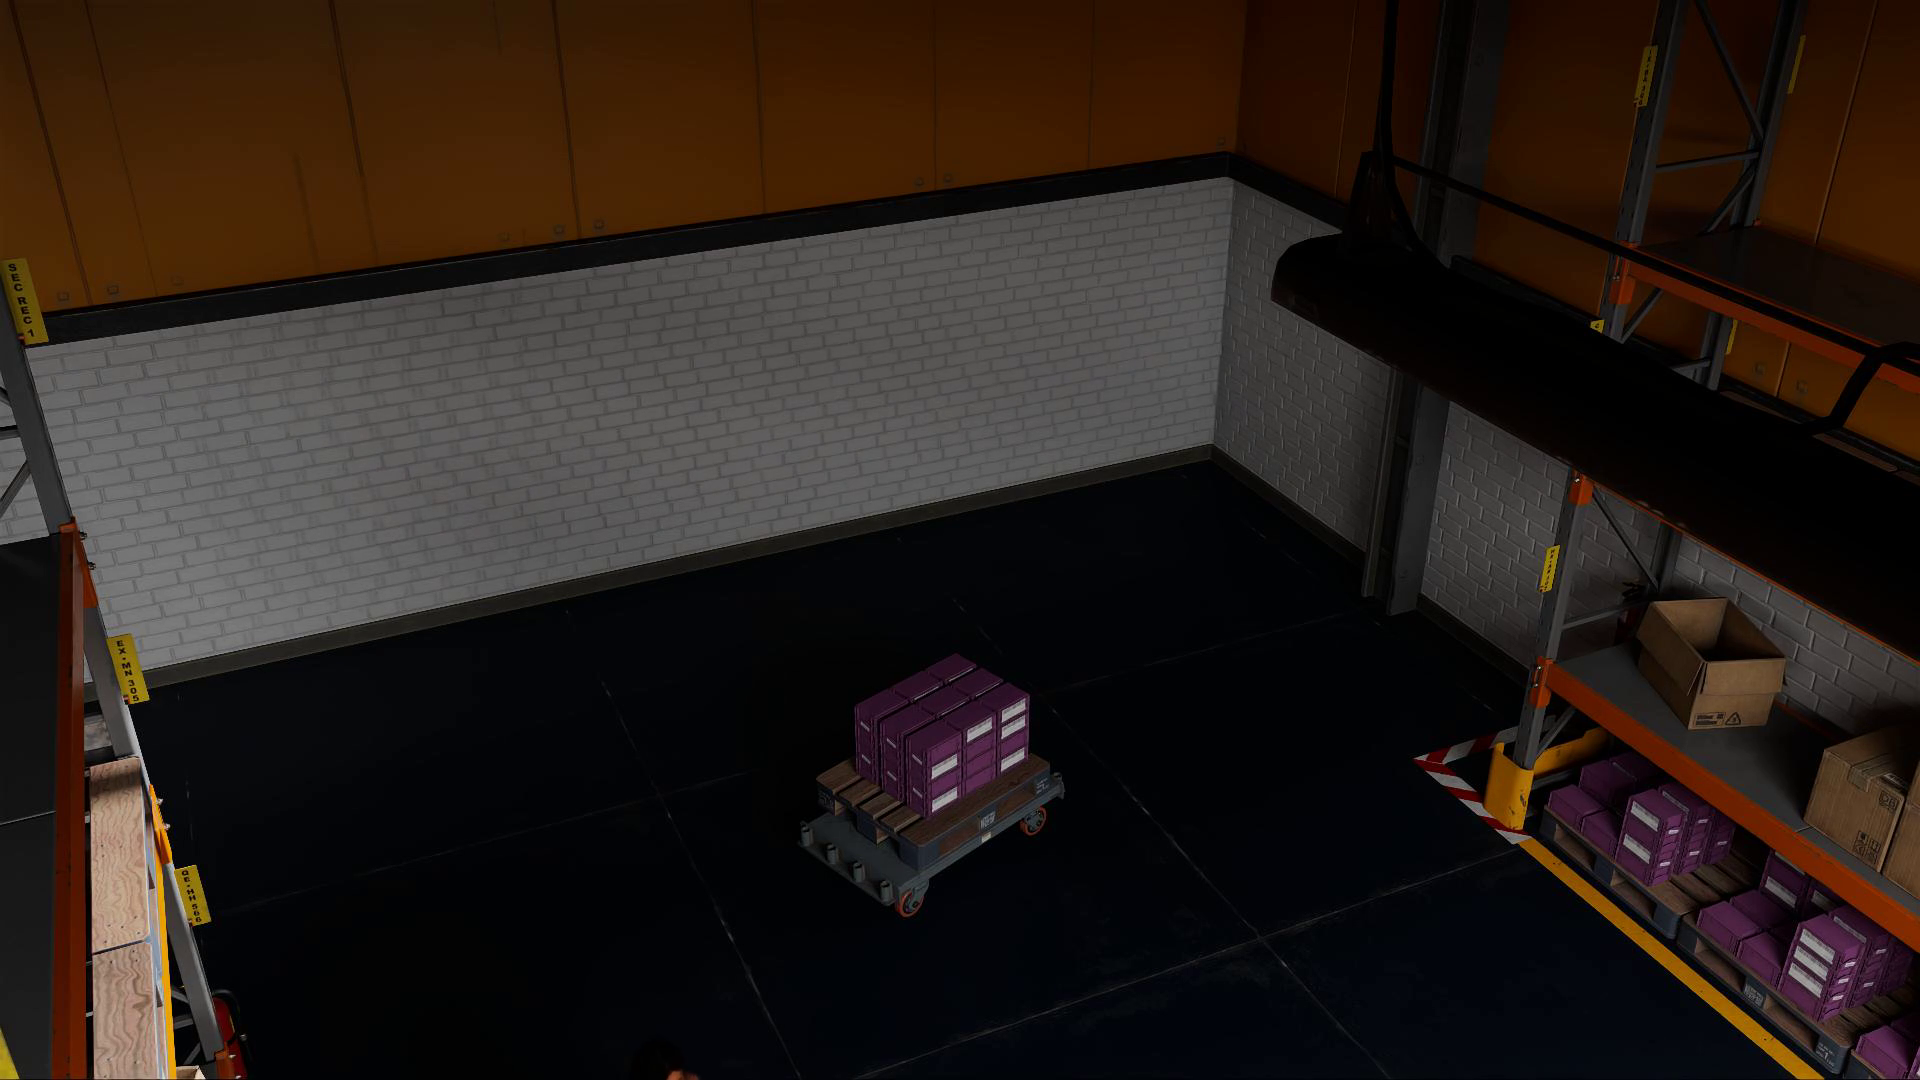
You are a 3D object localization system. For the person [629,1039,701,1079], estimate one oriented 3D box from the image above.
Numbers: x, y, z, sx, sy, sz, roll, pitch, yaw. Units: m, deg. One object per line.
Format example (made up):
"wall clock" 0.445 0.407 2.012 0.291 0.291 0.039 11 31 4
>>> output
"person" -1.374 2.946 7.668 1.246 1.785 0.971 23 36 35
